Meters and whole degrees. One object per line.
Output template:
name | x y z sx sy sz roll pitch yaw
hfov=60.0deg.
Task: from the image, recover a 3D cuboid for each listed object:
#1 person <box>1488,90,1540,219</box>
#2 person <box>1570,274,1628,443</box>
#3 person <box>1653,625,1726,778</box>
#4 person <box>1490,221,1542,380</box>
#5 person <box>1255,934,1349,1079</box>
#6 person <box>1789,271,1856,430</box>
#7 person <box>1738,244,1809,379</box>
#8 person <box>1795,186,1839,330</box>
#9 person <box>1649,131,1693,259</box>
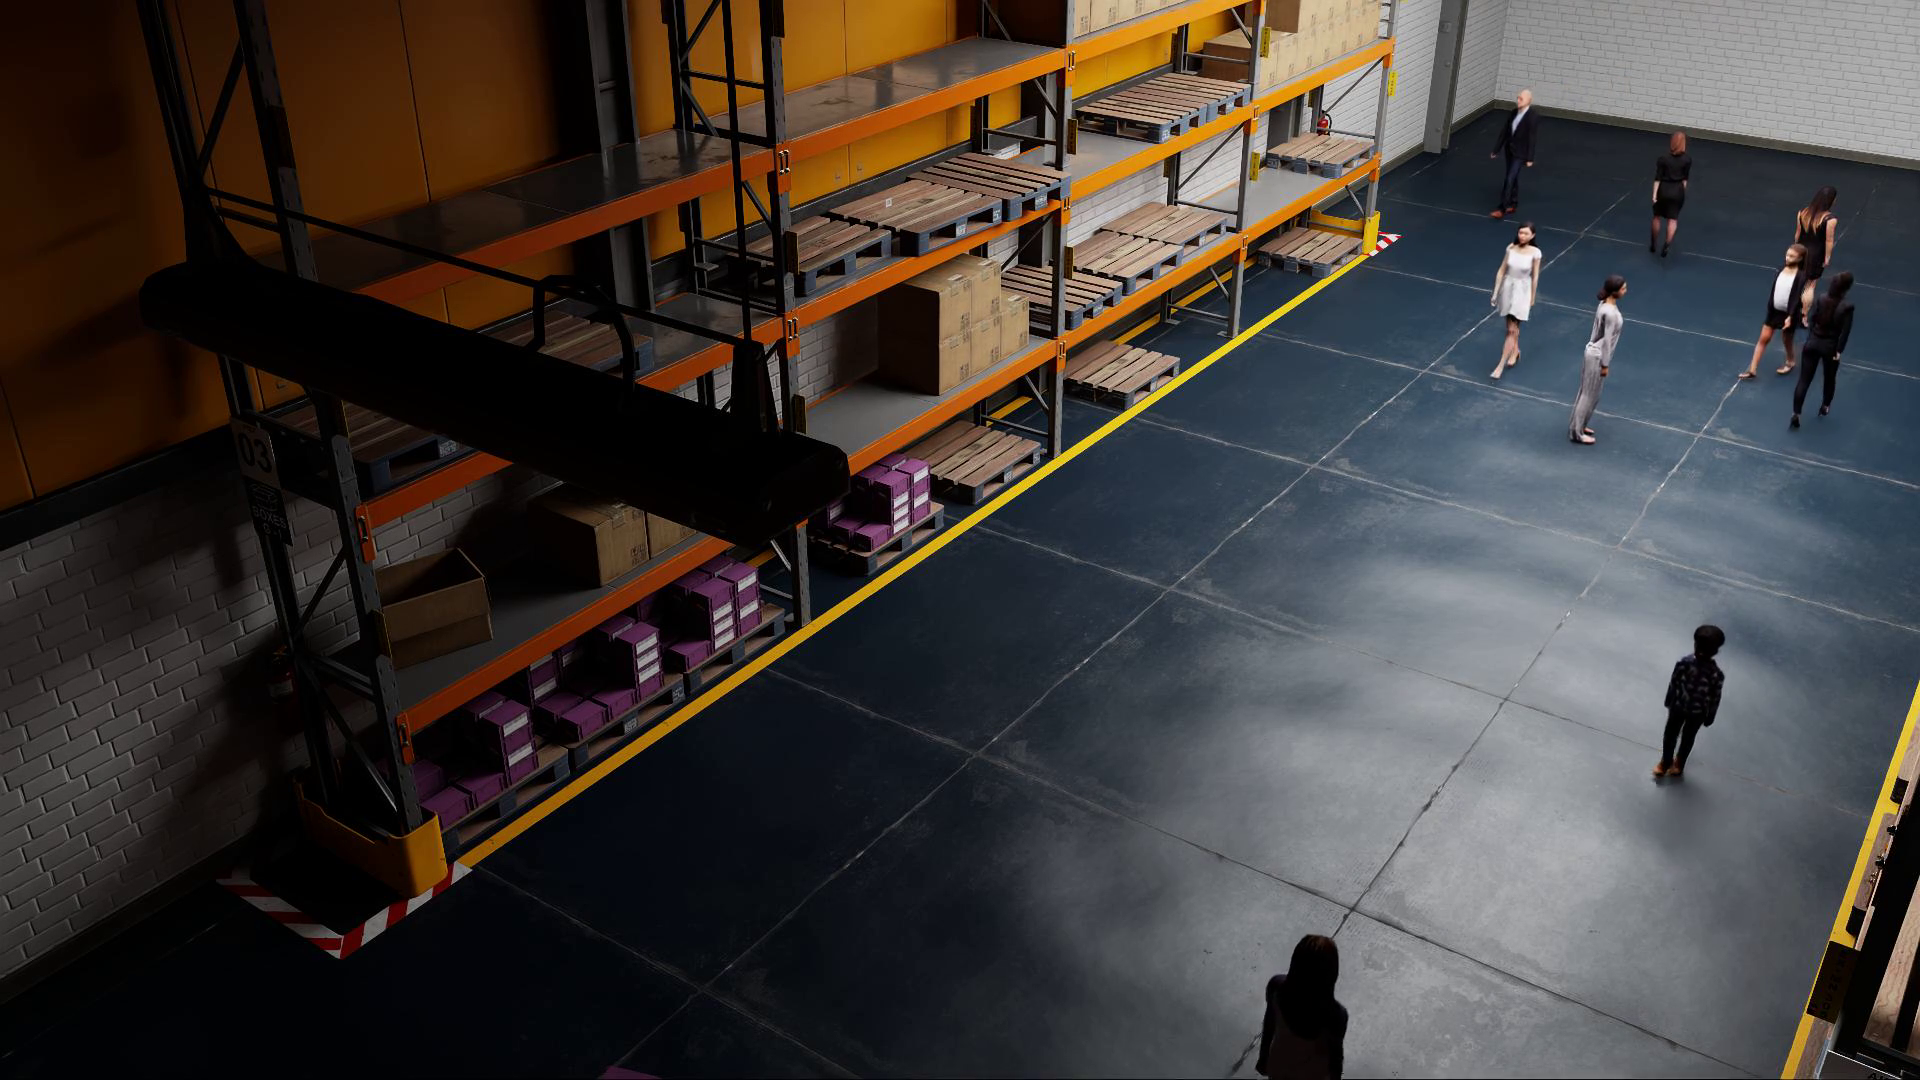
person | 7.943 -5.487 23.598 1.068 1.780 0.952 -13 31 -22
person | 6.494 -1.857 16.953 0.711 1.770 0.574 7 29 13
person | 5.291 1.147 11.997 0.503 1.243 0.526 19 34 31
person | 6.219 -2.711 18.551 0.679 1.738 1.110 22 36 35
person | 1.689 2.776 8.514 0.663 1.719 0.642 -25 37 -38
person | 8.869 -1.933 17.184 0.942 1.683 0.712 -25 37 -37
person | 9.187 -2.524 18.429 1.106 1.527 0.829 -15 32 -26
person | 10.111 -3.370 19.782 0.736 1.718 0.737 -16 33 -27
person | 9.348 -4.492 21.878 0.807 1.680 1.074 7 29 13
